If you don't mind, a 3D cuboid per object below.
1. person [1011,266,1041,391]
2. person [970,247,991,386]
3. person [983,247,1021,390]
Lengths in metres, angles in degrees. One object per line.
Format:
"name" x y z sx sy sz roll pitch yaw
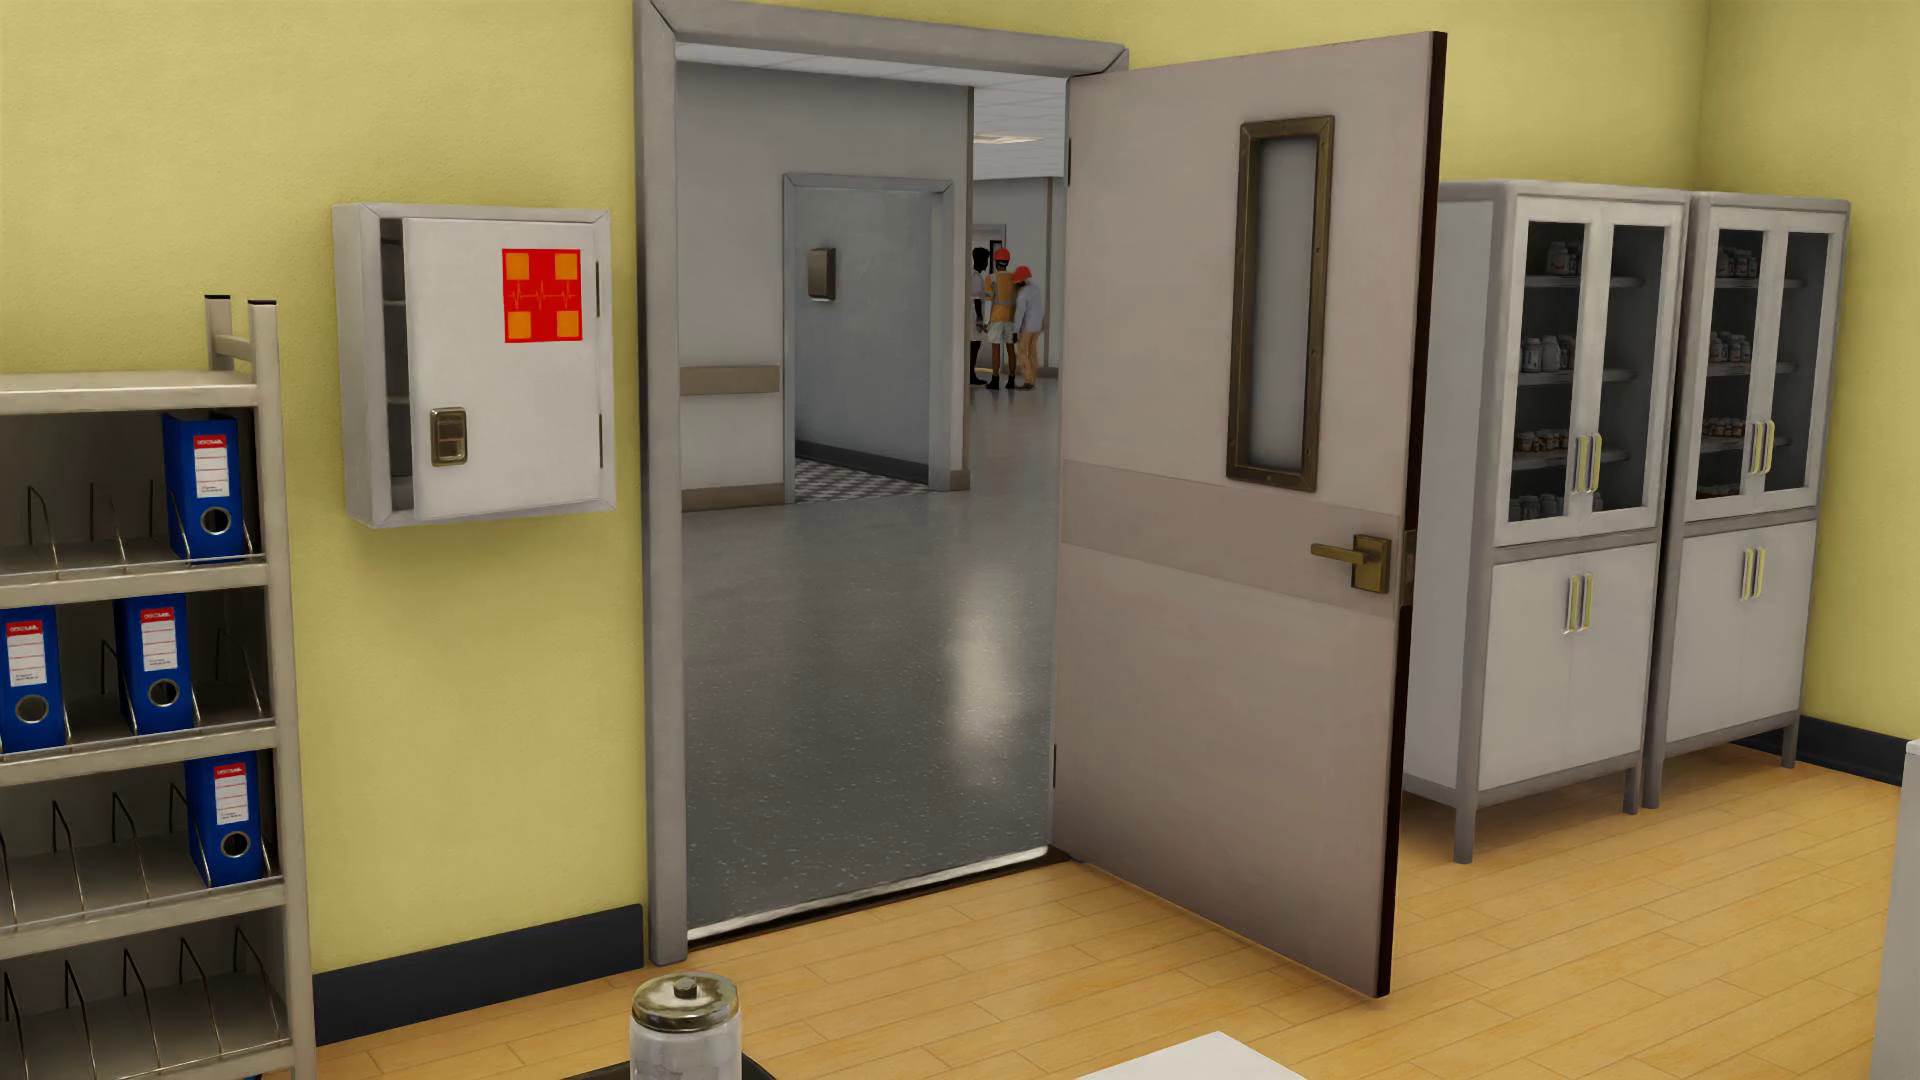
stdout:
"person" 0.917 -2.882 22.697 0.334 1.700 0.635 6 11 29
"person" 0.226 -3.137 23.391 0.385 1.955 0.609 -1 10 -10
"person" 0.567 -3.028 22.807 0.543 1.939 0.362 -3 10 -21
